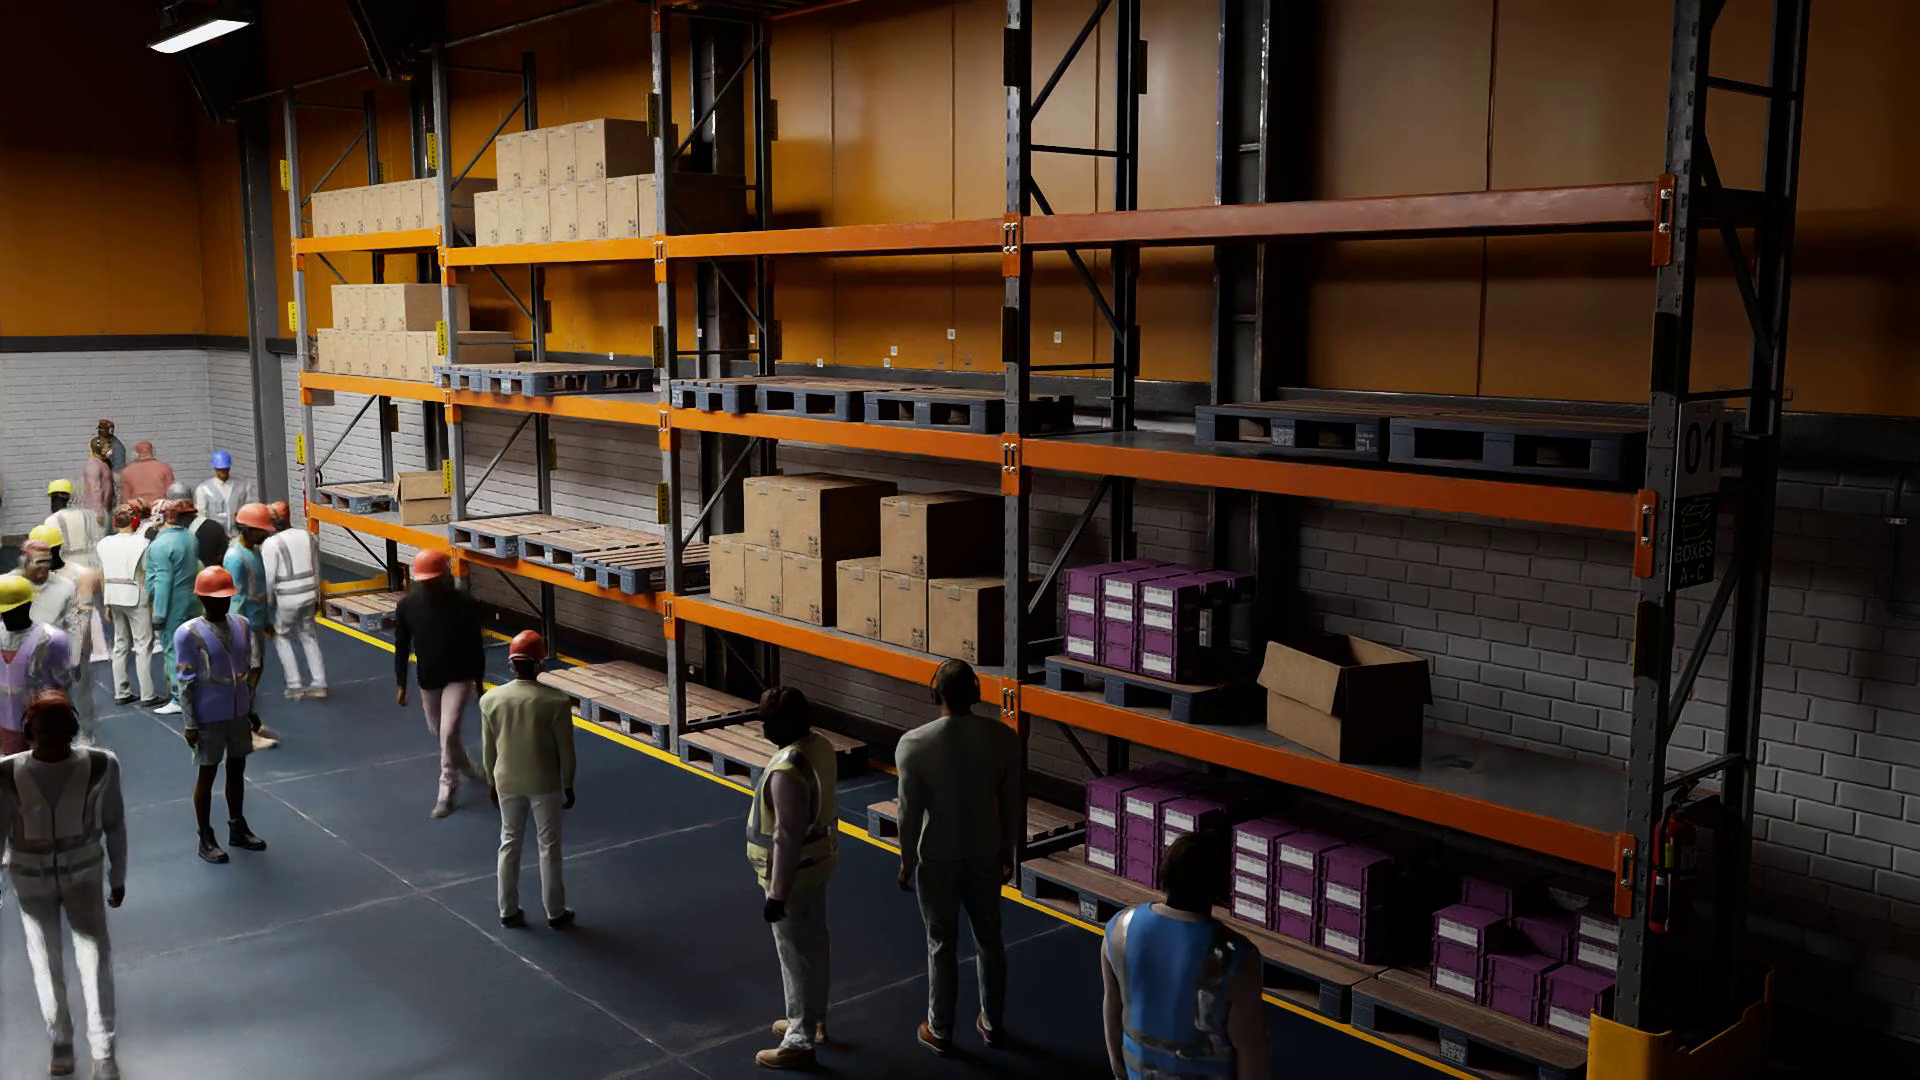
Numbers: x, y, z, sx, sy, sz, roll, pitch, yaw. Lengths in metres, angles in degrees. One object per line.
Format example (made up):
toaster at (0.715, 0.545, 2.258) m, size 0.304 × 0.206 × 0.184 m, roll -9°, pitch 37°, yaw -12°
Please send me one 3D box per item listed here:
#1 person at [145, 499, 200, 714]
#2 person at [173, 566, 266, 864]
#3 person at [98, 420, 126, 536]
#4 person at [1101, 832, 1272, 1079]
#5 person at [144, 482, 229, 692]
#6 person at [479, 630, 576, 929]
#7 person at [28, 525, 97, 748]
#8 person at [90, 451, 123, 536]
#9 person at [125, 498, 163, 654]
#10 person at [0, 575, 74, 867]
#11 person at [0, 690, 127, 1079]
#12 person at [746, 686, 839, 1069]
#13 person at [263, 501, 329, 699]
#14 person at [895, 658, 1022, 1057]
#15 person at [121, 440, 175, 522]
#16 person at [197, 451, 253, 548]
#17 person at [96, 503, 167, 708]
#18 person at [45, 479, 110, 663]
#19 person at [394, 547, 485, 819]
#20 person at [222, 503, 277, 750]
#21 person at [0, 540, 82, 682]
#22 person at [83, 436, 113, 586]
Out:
person at (-6.991, 0.584, 14.750) m, size 0.402 × 1.906 × 0.652 m, roll 0°, pitch 8°, yaw 1°
person at (-4.823, 1.125, 10.884) m, size 0.357 × 1.936 × 0.551 m, roll 4°, pitch 9°, yaw 28°
person at (-12.542, -0.819, 24.490) m, size 0.642 × 1.913 × 0.409 m, roll 6°, pitch 10°, yaw 36°
person at (0.799, 1.910, 5.761) m, size 0.633 × 1.841 × 0.429 m, roll 7°, pitch 11°, yaw 39°
person at (-7.094, 0.437, 15.310) m, size 0.704 × 2.000 × 0.911 m, roll -4°, pitch 9°, yaw -24°
person at (-2.507, 1.391, 9.721) m, size 0.564 × 1.743 × 0.351 m, roll 1°, pitch 8°, yaw 8°
person at (-7.138, 0.825, 13.141) m, size 0.578 × 1.881 × 0.858 m, roll 0°, pitch 8°, yaw 1°
person at (-11.169, -0.332, 21.725) m, size 0.492 × 1.732 × 0.324 m, roll 2°, pitch 8°, yaw 11°
person at (-8.429, 0.370, 17.206) m, size 0.523 × 1.627 × 0.314 m, roll 4°, pitch 9°, yaw 27°
person at (-5.994, 1.164, 10.676) m, size 0.588 × 1.920 × 0.393 m, roll 1°, pitch 8°, yaw 8°
person at (-4.169, 1.628, 7.676) m, size 0.599 × 1.859 × 0.764 m, roll -4°, pitch 9°, yaw -26°
person at (-0.803, 1.598, 7.955) m, size 0.430 × 1.838 × 0.619 m, roll 2°, pitch 8°, yaw 11°
person at (-6.076, 0.567, 15.146) m, size 0.449 × 1.856 × 0.617 m, roll 4°, pitch 9°, yaw 25°
person at (-0.011, 1.532, 8.058) m, size 0.629 × 1.937 × 0.378 m, roll -2°, pitch 9°, yaw -17°
person at (-10.327, -0.334, 21.256) m, size 0.723 × 1.871 × 0.611 m, roll -1°, pitch 8°, yaw -4°
person at (-8.438, -0.059, 19.161) m, size 0.646 × 1.915 × 0.829 m, roll -4°, pitch 9°, yaw -28°
person at (-7.459, 0.594, 14.936) m, size 0.566 × 1.836 × 0.382 m, roll 2°, pitch 8°, yaw 15°
person at (-9.033, 0.323, 16.721) m, size 0.995 × 1.855 × 0.585 m, roll 1°, pitch 8°, yaw 10°
person at (-3.741, 0.964, 12.072) m, size 0.629 × 1.938 × 0.933 m, roll 0°, pitch 8°, yaw -1°
person at (-5.849, 0.695, 13.601) m, size 0.590 × 2.016 × 0.769 m, roll -1°, pitch 8°, yaw -9°
person at (-6.958, 0.920, 12.583) m, size 0.995 × 1.852 × 0.654 m, roll 6°, pitch 10°, yaw 35°
person at (-11.048, -0.377, 21.378) m, size 0.377 × 1.931 × 0.624 m, roll -3°, pitch 9°, yaw -21°
